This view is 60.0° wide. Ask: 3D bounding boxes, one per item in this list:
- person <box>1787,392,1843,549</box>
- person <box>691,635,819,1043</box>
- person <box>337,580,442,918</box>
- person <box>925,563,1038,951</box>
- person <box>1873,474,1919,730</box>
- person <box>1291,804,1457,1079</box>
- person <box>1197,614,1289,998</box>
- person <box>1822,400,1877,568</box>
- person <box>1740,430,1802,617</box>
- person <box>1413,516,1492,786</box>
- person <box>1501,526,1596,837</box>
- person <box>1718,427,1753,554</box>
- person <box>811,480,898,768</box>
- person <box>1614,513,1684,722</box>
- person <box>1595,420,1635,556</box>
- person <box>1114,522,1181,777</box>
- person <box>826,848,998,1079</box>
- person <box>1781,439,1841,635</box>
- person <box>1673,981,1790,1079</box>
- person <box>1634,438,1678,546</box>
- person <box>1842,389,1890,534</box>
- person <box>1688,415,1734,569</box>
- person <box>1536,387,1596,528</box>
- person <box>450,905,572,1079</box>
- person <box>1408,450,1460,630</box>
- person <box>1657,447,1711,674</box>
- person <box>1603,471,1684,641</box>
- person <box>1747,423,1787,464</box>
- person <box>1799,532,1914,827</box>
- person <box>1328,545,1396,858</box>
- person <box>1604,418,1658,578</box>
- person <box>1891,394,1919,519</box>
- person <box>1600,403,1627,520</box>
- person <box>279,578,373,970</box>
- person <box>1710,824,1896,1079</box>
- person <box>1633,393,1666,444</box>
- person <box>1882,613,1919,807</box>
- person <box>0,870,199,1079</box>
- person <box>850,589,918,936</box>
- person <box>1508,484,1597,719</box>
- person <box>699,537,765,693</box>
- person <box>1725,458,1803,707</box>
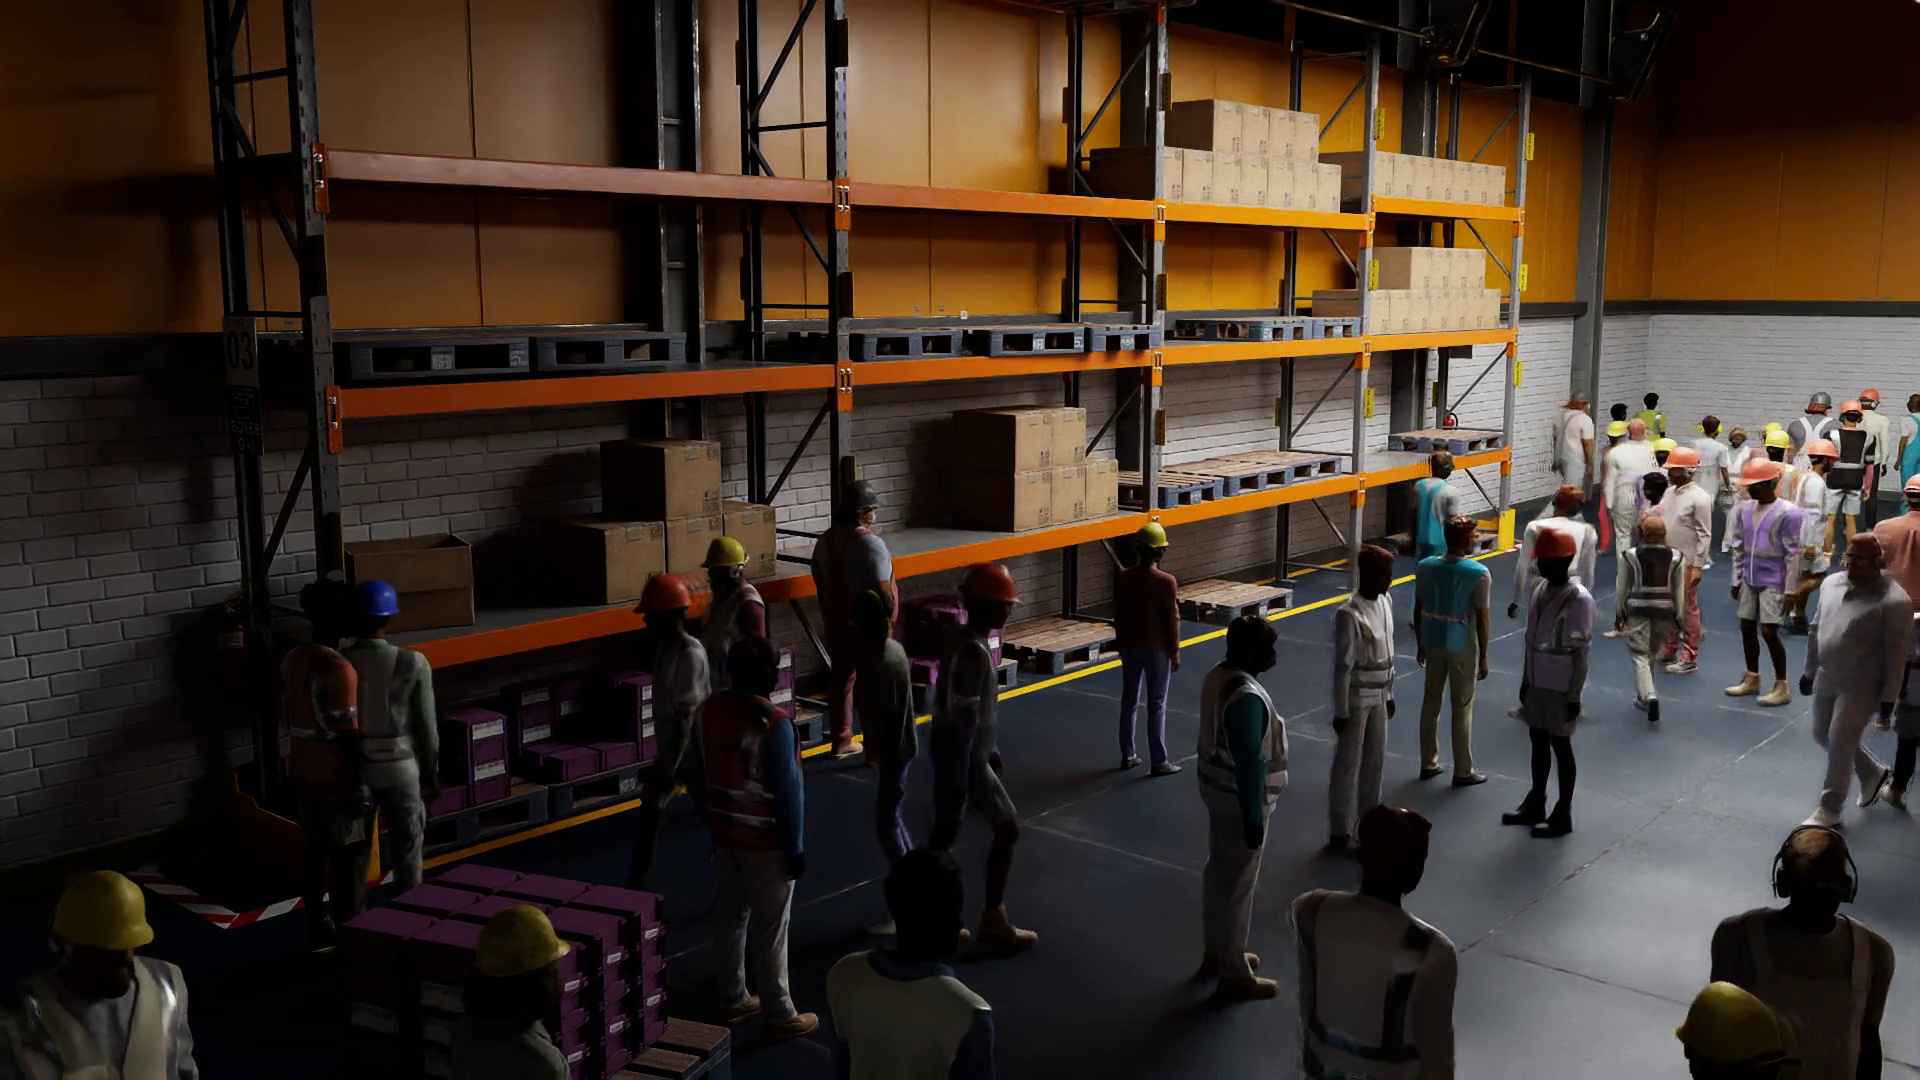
[{"bbox_3d":[11.007,-0.901,21.386,0.673,2.000,0.536,8,12,42],"label":"person"},{"bbox_3d":[-0.921,1.347,7.554,0.619,1.837,0.430,8,12,42],"label":"person"},{"bbox_3d":[-2.945,1.168,8.435,0.622,1.938,0.431,0,9,3],"label":"person"},{"bbox_3d":[0.086,1.115,8.526,0.804,2.000,0.598,-2,9,-13],"label":"person"},{"bbox_3d":[7.235,0.486,12.627,0.609,1.984,0.398,8,12,42],"label":"person"},{"bbox_3d":[1.221,1.722,5.052,0.570,1.870,0.521,8,12,43],"label":"person"},{"bbox_3d":[1.369,1.266,8.062,0.429,1.839,0.633,-1,9,-4],"label":"person"},{"bbox_3d":[10.573,-0.663,19.898,0.619,2.029,0.409,1,9,8],"label":"person"},{"bbox_3d":[8.260,-0.157,16.951,0.585,1.929,0.377,8,12,42],"label":"person"},{"bbox_3d":[3.340,0.754,11.350,0.394,1.841,0.564,-8,12,-41],"label":"person"},{"bbox_3d":[3.660,0.867,10.319,0.370,1.937,0.543,-3,9,-17],"label":"person"},{"bbox_3d":[9.900,-0.657,21.241,0.542,1.601,0.807,7,11,39],"label":"person"},{"bbox_3d":[-0.692,0.581,11.834,0.673,2.000,0.536,8,12,42],"label":"person"},{"bbox_3d":[5.426,0.610,13.050,0.527,1.611,0.757,1,9,6],"label":"person"},{"bbox_3d":[8.270,-0.640,20.722,0.695,1.734,0.553,-3,9,-18],"label":"person"},{"bbox_3d":[1.310,0.756,11.582,0.523,1.769,0.321,8,12,42],"label":"person"},{"bbox_3d":[-0.122,1.778,4.519,0.595,1.918,0.381,8,12,42],"label":"person"},{"bbox_3d":[8.204,-0.013,16.067,0.478,1.914,0.589,4,9,22],"label":"person"},{"bbox_3d":[1.906,1.938,4.144,0.542,1.713,0.947,-3,9,-18],"label":"person"},{"bbox_3d":[6.919,-0.057,16.437,0.570,1.885,0.670,-5,10,-27],"label":"person"},{"bbox_3d":[12.271,-1.056,22.570,0.609,1.984,0.398,8,12,42],"label":"person"},{"bbox_3d":[8.970,-0.566,19.863,0.694,1.835,0.604,-5,10,-28],"label":"person"},{"bbox_3d":[8.341,-1.124,22.829,0.929,2.000,0.692,-2,9,-13],"label":"person"},{"bbox_3d":[-1.197,1.851,4.594,0.483,1.745,0.304,8,12,42],"label":"person"},{"bbox_3d":[4.570,0.047,15.940,0.396,1.834,0.552,-6,11,-35],"label":"person"},{"bbox_3d":[6.307,0.175,14.599,0.396,1.992,0.623,-1,9,-9],"label":"person"},{"bbox_3d":[6.672,0.163,15.818,0.865,1.655,0.538,-1,9,-4],"label":"person"},{"bbox_3d":[9.824,-0.551,20.138,0.893,1.721,0.546,-3,9,-19],"label":"person"},{"bbox_3d":[5.648,0.869,10.489,0.764,1.878,0.667,-3,9,-16],"label":"person"},{"bbox_3d":[2.443,0.957,9.957,0.412,1.879,0.589,7,11,40],"label":"person"},{"bbox_3d":[7.614,-0.427,18.788,0.663,1.894,0.515,2,9,12],"label":"person"},{"bbox_3d":[13.540,-1.154,23.644,0.507,1.847,0.351,-1,9,-9],"label":"person"},{"bbox_3d":[9.461,-1.141,24.100,0.322,1.686,0.554,3,9,20],"label":"person"},{"bbox_3d":[-3.146,1.160,8.333,0.601,1.967,0.369,8,12,42],"label":"person"},{"bbox_3d":[2.493,1.739,4.990,0.507,1.847,0.351,2,9,12],"label":"person"},{"bbox_3d":[10.834,-1.471,26.181,0.530,1.692,0.321,8,12,42],"label":"person"},{"bbox_3d":[6.177,0.978,10.512,0.544,1.652,0.864,1,9,9],"label":"person"},{"bbox_3d":[-2.445,1.800,4.721,0.683,1.807,0.608,7,11,38],"label":"person"},{"bbox_3d":[-0.381,1.154,8.773,0.411,1.850,0.599,0,9,-2],"label":"person"},{"bbox_3d":[4.634,0.495,12.979,0.651,1.864,0.360,-1,9,-5],"label":"person"},{"bbox_3d":[-1.455,0.880,10.581,0.404,1.827,0.600,-5,10,-31],"label":"person"},{"bbox_3d":[6.513,0.333,13.535,0.436,2.013,0.636,-3,9,-18],"label":"person"}]
